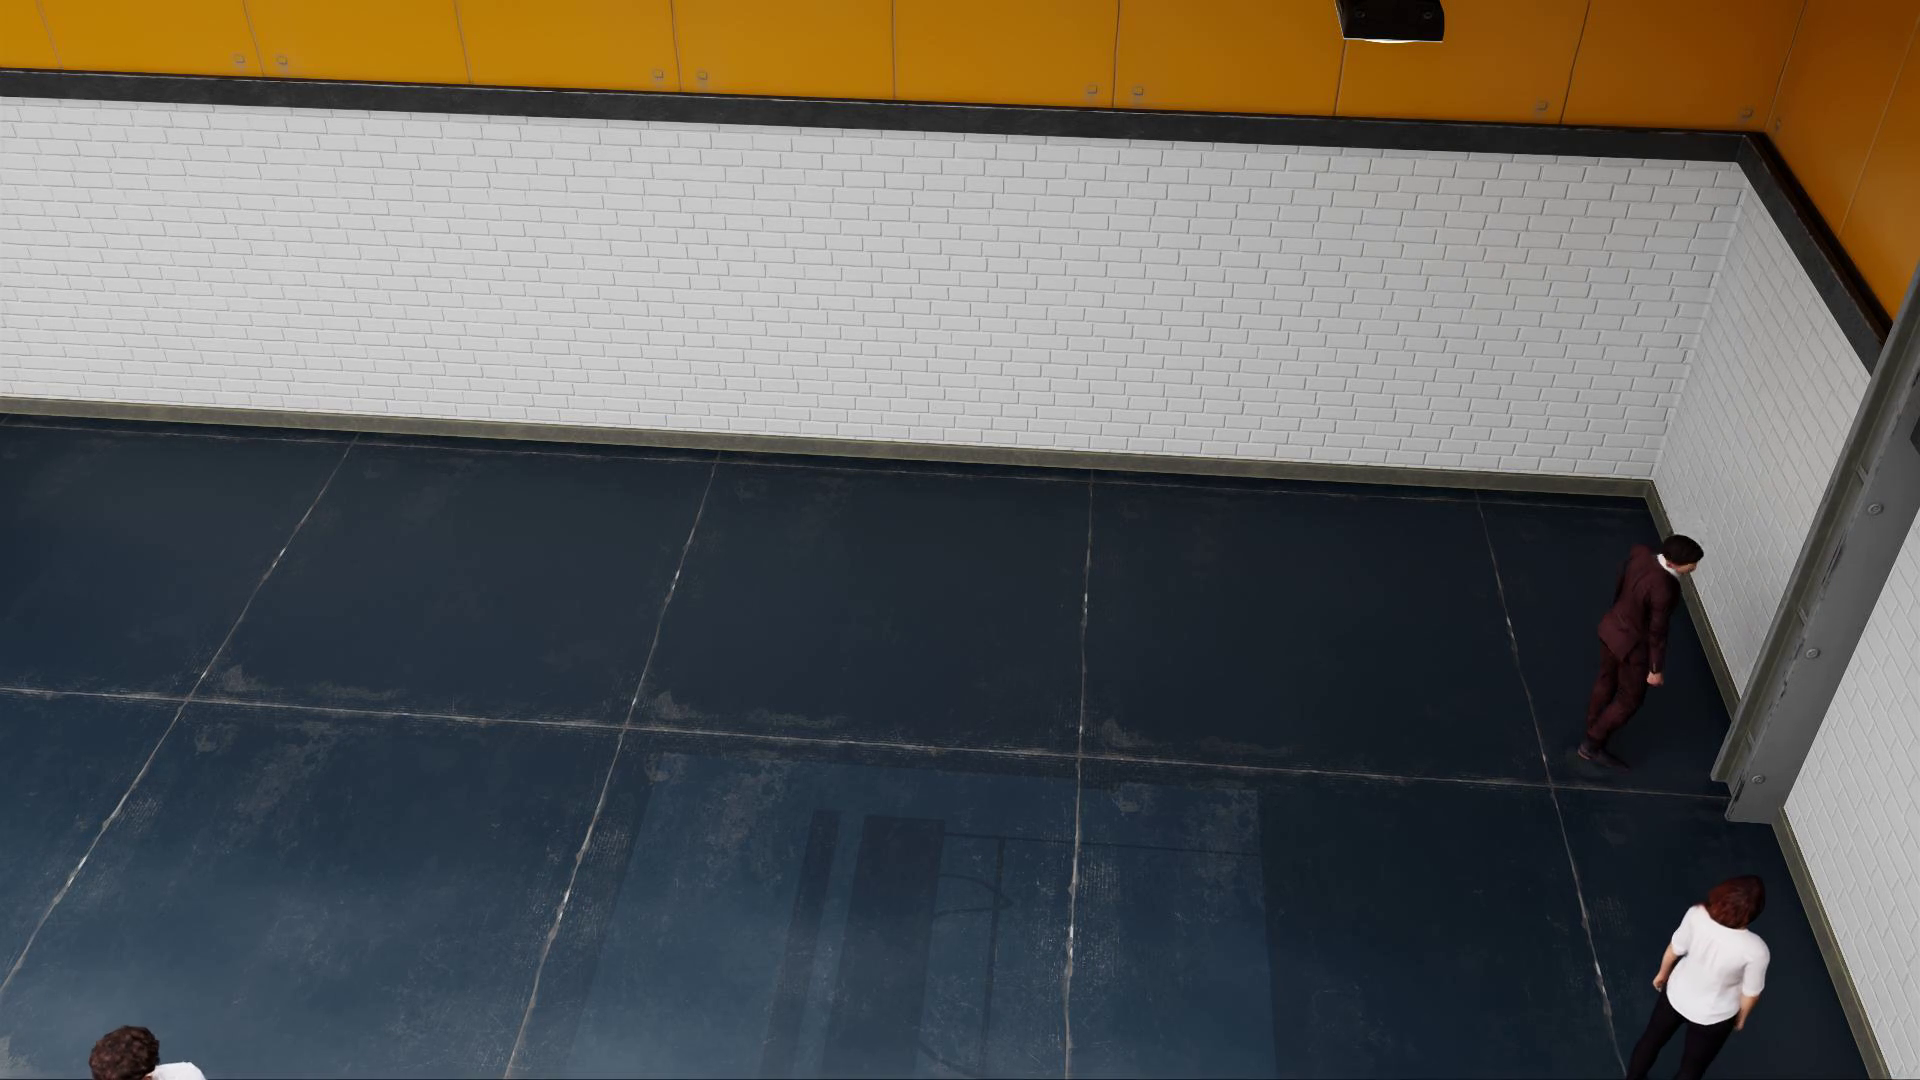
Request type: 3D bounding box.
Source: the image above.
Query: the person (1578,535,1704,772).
[{"bbox_3d":[4.163,0.603,10.317,0.867,1.829,0.689,-17,42,-20],"label":"person"}]

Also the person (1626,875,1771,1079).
[{"bbox_3d":[3.636,2.304,8.216,0.736,1.793,0.674,-26,45,-28],"label":"person"}]

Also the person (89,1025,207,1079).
[{"bbox_3d":[-3.549,2.811,7.566,0.742,1.812,0.791,-24,44,-27],"label":"person"}]
